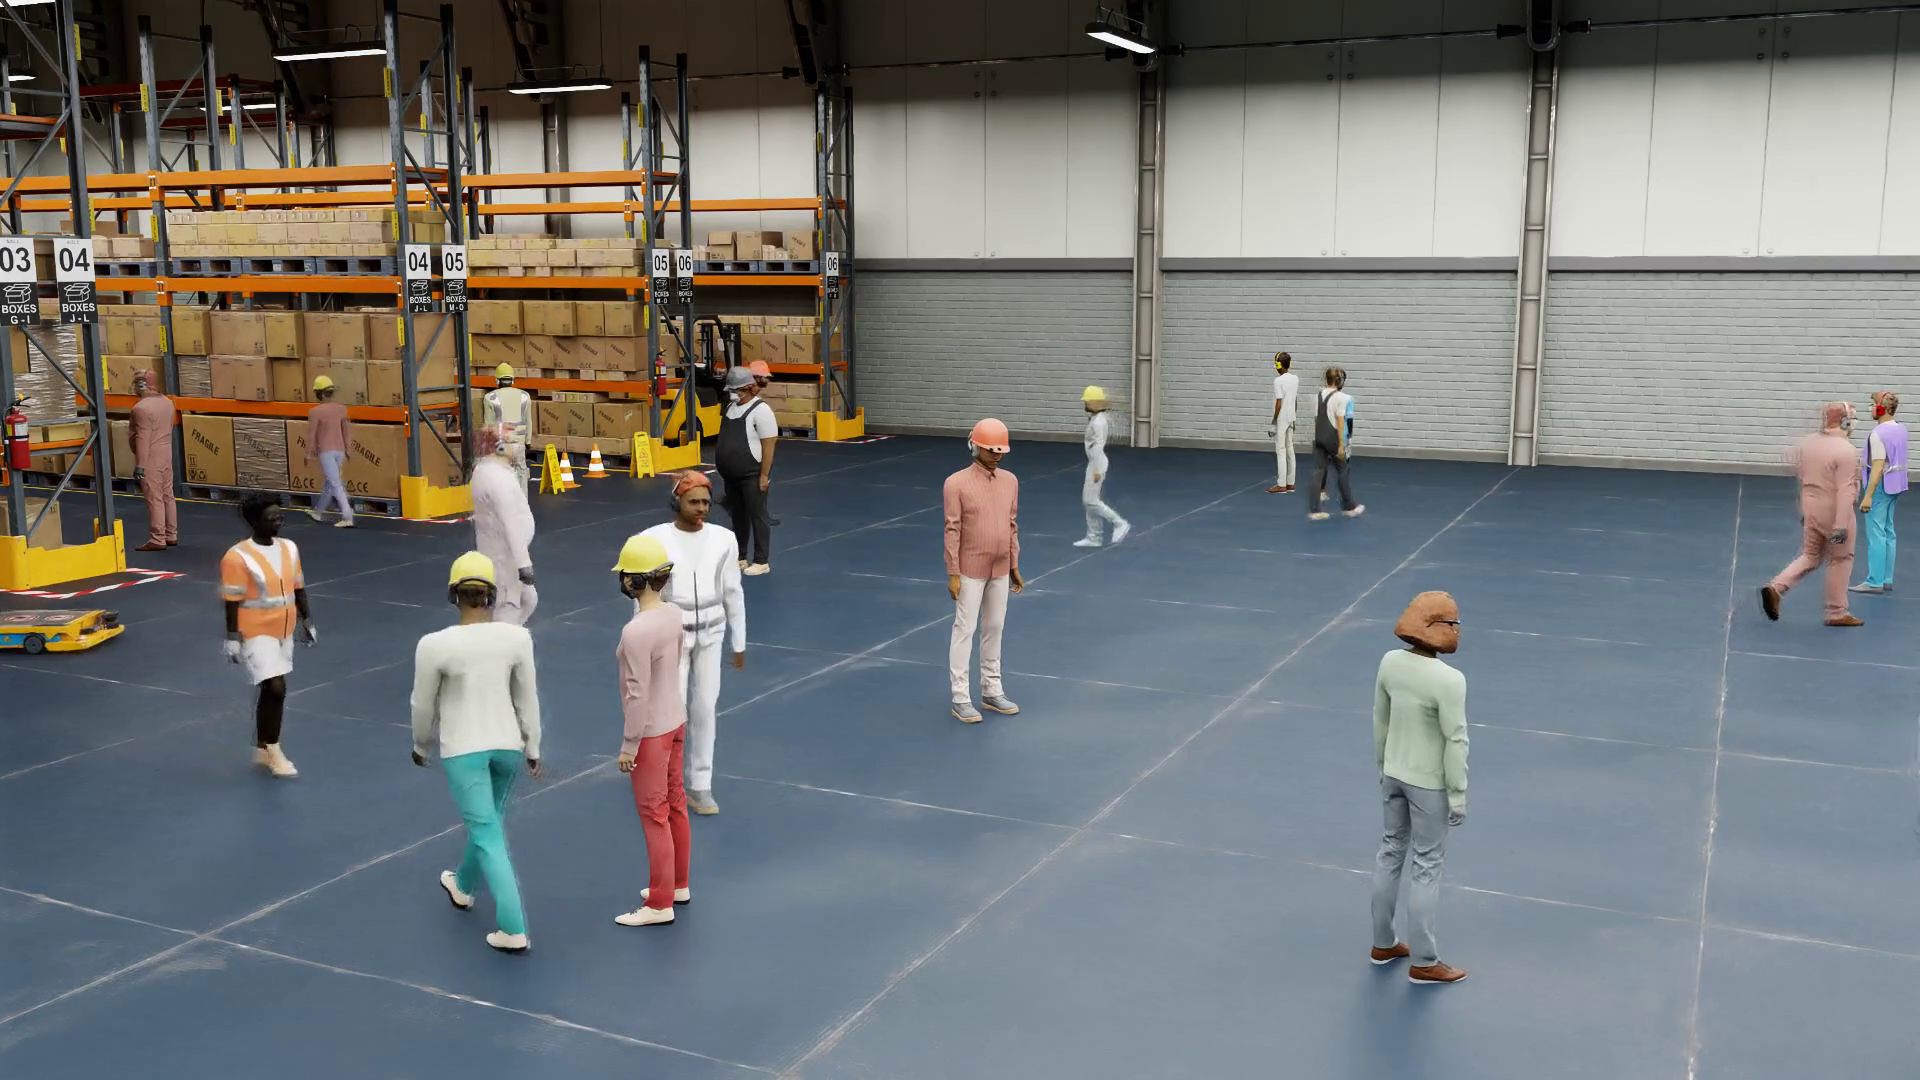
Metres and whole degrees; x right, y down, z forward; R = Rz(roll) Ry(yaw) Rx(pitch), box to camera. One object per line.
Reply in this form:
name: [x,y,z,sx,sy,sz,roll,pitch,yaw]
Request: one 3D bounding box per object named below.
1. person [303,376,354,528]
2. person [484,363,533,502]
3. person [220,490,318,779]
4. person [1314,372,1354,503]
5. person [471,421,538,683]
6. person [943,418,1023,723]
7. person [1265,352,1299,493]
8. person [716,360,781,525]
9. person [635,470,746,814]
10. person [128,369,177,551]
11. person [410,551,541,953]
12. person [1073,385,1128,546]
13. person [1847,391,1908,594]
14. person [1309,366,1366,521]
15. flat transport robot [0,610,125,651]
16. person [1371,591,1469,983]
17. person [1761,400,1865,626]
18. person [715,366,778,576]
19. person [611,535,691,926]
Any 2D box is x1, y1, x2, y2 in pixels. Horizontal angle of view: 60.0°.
person: [-7.282,-1.005,19.021,0.877,1.717,0.547,4,10,24]
person: [-5.399,-1.191,19.850,0.599,1.832,0.404,-7,11,-36]
person: [-3.950,0.547,9.635,0.545,1.675,0.553,3,10,19]
person: [4.762,-1.322,21.117,0.553,1.667,0.676,6,11,31]
person: [-3.167,0.115,11.673,0.442,1.892,0.647,-4,10,-21]
person: [0.164,0.190,10.914,0.610,1.986,0.392,-7,12,-39]
person: [4.253,-1.546,21.934,0.327,1.865,0.520,9,13,44]
person: [-2.429,-1.107,19.075,0.643,1.919,0.550,-1,9,-7]
person: [-1.449,0.555,9.000,0.613,1.876,0.395,-5,10,-27]
person: [-8.499,-0.842,17.477,0.410,1.912,0.643,0,9,0]
person: [-2.156,0.906,7.333,0.516,1.710,0.899,-9,13,-43]
person: [1.481,-0.771,17.590,0.473,1.728,0.498,0,9,2]
person: [8.386,-0.425,15.115,0.570,1.843,0.372,-8,12,-40]
person: [4.450,-1.138,19.580,0.878,1.810,0.545,-6,11,-33]
flat transport robot: [-7.412,0.705,13.003,1.431,0.197,0.652,0,9,-2]
person: [1.921,1.016,6.931,0.283,1.631,0.503,-4,10,-25]
person: [7.087,-0.209,13.666,0.770,1.885,0.652,-1,9,-8]
person: [-2.100,-0.678,16.070,0.536,2.000,0.681,-9,13,-43]
person: [-1.403,0.855,7.510,0.313,1.769,0.525,2,9,10]
